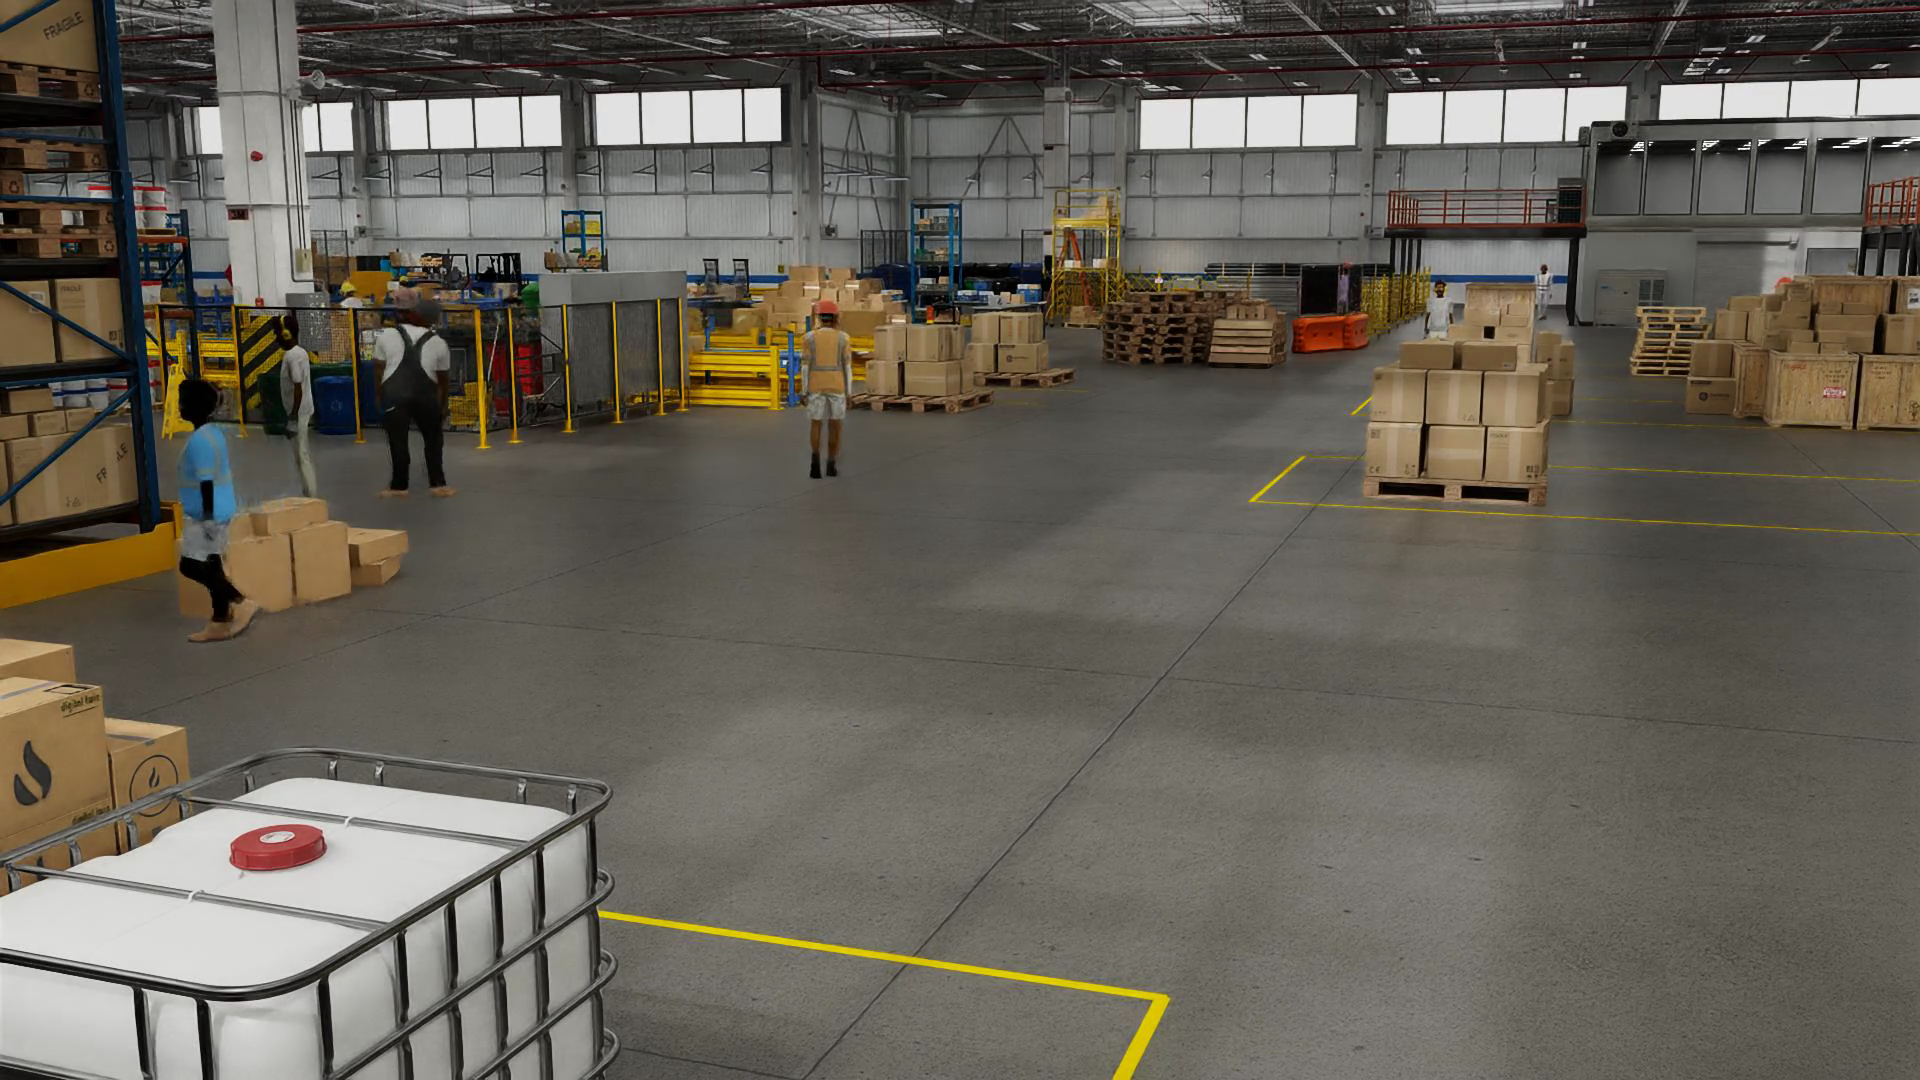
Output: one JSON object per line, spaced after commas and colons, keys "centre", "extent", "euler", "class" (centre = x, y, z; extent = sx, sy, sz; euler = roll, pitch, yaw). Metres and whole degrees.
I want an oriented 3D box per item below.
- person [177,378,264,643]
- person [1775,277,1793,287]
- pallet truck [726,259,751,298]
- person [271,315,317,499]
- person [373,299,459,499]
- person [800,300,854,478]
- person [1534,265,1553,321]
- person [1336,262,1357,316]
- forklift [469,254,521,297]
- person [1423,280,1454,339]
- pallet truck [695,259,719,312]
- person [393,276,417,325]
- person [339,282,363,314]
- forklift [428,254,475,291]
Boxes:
{"centre": [-4.676, -0.169, 10.396], "extent": [0.419, 1.683, 0.540], "euler": [-2, 10, -12], "class": "person"}
{"centre": [13.176, -3.212, 26.655], "extent": [0.612, 1.995, 0.376], "euler": [-10, 14, -44], "class": "person"}
{"centre": [-7.986, -9.493, 62.019], "extent": [0.823, 1.965, 1.885], "euler": [3, 11, 17], "class": "pallet truck"}
{"centre": [-6.119, -1.130, 15.301], "extent": [0.328, 1.865, 0.519], "euler": [-3, 10, -15], "class": "person"}
{"centre": [-5.433, -1.422, 16.443], "extent": [0.777, 2.000, 0.534], "euler": [-3, 11, -18], "class": "person"}
{"centre": [-1.428, -1.608, 17.885], "extent": [0.595, 1.911, 0.657], "euler": [-1, 10, -4], "class": "person"}
{"centre": [19.151, -8.116, 54.706], "extent": [0.596, 1.834, 0.956], "euler": [4, 11, 21], "class": "person"}
{"centre": [10.497, -6.515, 45.116], "extent": [0.609, 2.044, 0.395], "euler": [9, 14, 42], "class": "person"}
{"centre": [-17.990, -10.121, 64.684], "extent": [1.157, 1.987, 2.680], "euler": [3, 11, 17], "class": "forklift"}
{"centre": [8.720, -3.798, 30.306], "extent": [0.535, 1.869, 0.312], "euler": [4, 11, 20], "class": "person"}
{"centre": [-9.165, -9.627, 62.776], "extent": [0.823, 1.965, 1.885], "euler": [4, 11, 23], "class": "pallet truck"}
{"centre": [-13.162, -5.380, 39.502], "extent": [0.527, 1.772, 0.301], "euler": [-3, 11, -19], "class": "person"}
{"centre": [-11.325, -3.876, 30.890], "extent": [0.434, 1.814, 0.605], "euler": [4, 11, 20], "class": "person"}
{"centre": [-20.133, -10.254, 65.465], "extent": [1.157, 1.987, 2.680], "euler": [3, 11, 19], "class": "forklift"}
